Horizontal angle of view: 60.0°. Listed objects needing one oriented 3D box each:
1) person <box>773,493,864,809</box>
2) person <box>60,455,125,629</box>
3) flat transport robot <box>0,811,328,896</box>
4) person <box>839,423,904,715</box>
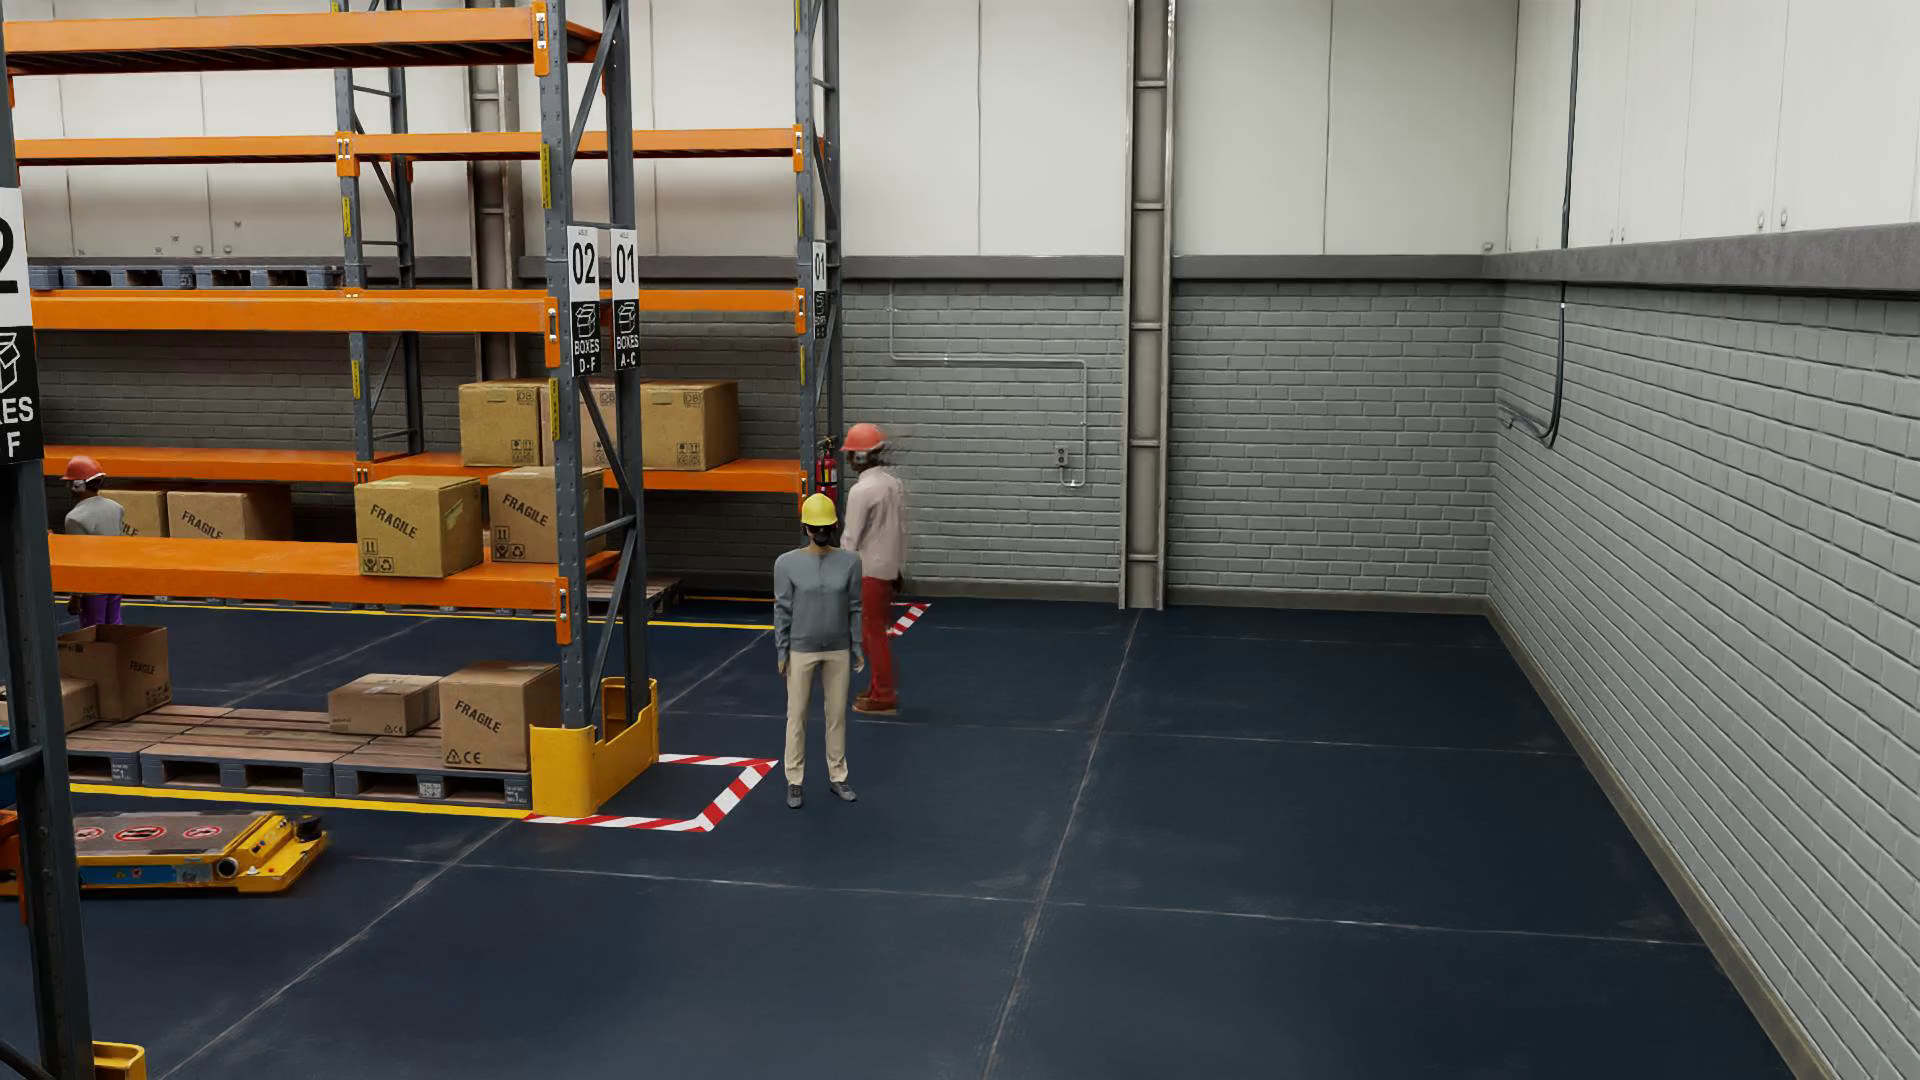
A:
[{"bbox_3d":[-0.784,0.615,9.323,0.522,1.768,0.312,-3,10,-20],"label":"person"},{"bbox_3d":[-5.907,0.295,11.340,0.326,1.752,0.559,0,9,2],"label":"person"},{"bbox_3d":[-3.960,1.537,8.220,1.431,0.197,0.652,0,9,-2],"label":"flat transport robot"},{"bbox_3d":[-0.630,0.205,11.199,0.511,1.974,0.633,3,10,15],"label":"person"}]
